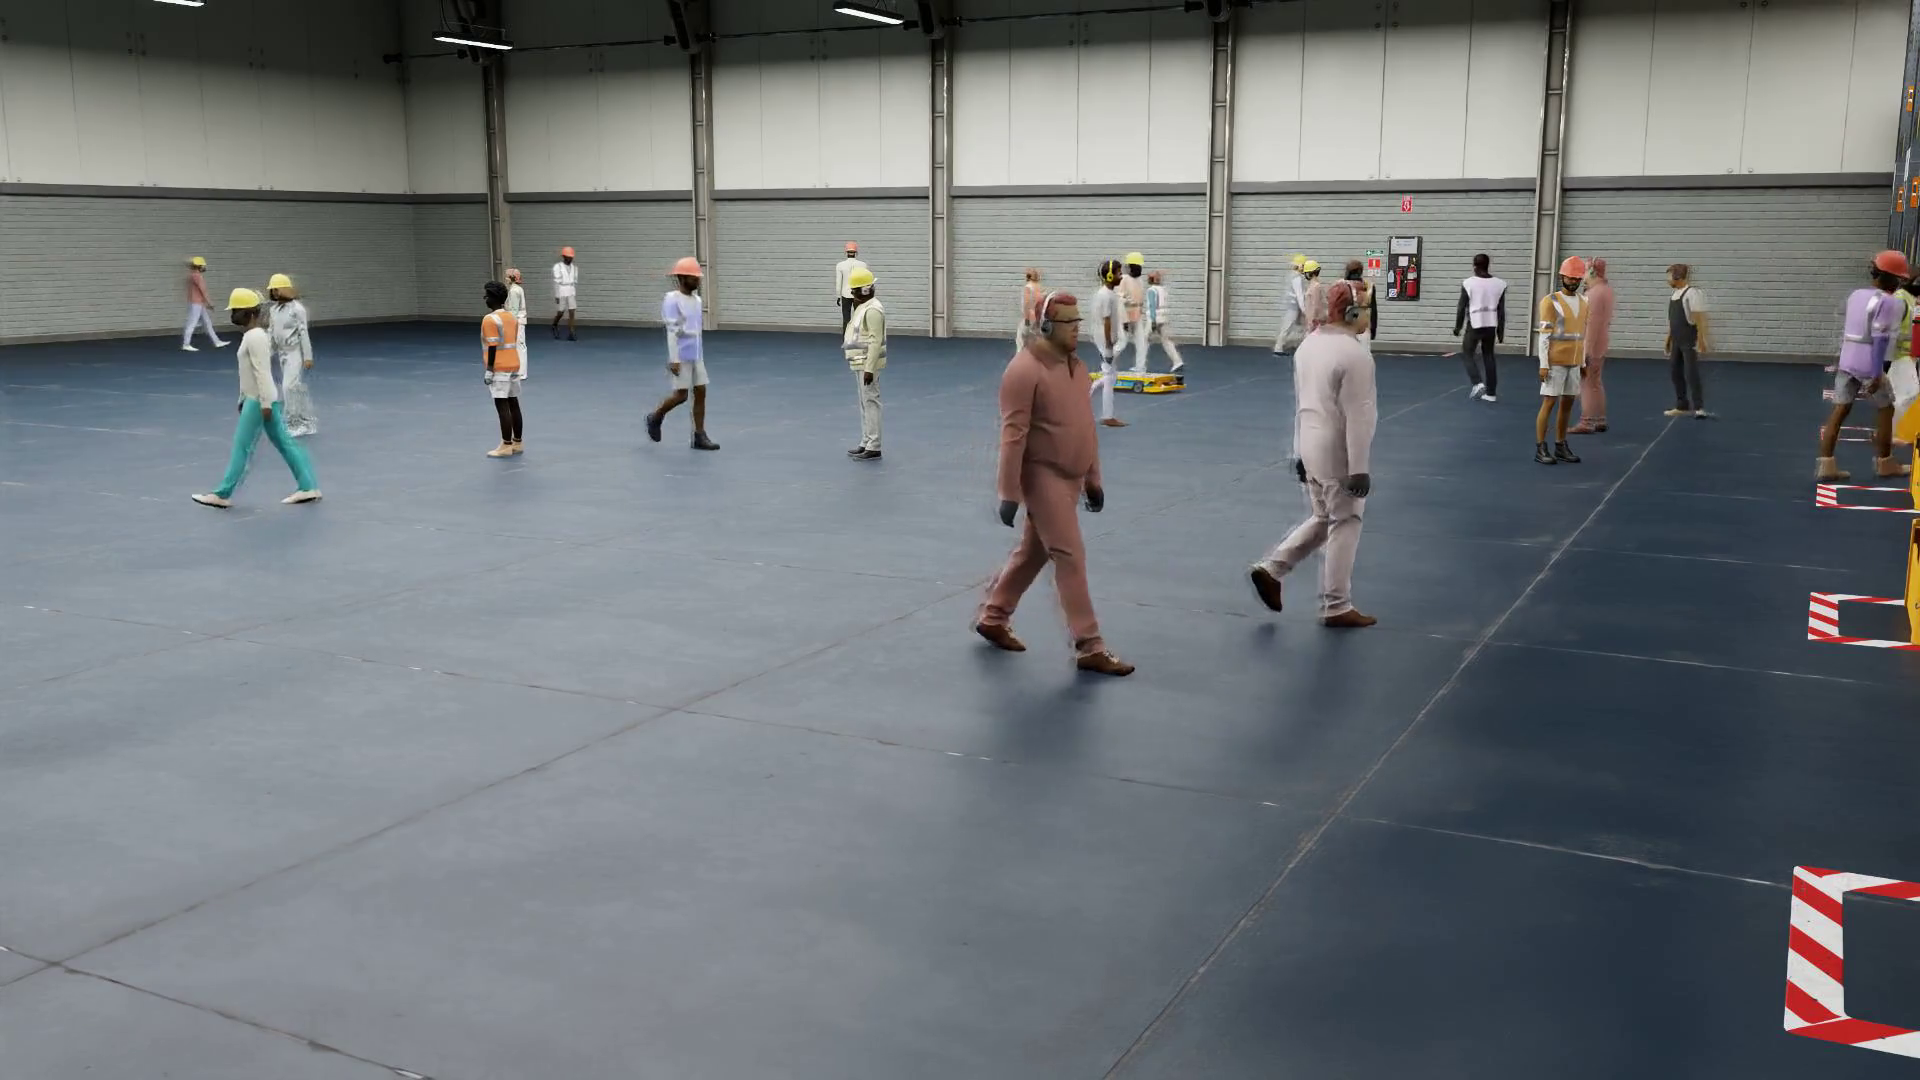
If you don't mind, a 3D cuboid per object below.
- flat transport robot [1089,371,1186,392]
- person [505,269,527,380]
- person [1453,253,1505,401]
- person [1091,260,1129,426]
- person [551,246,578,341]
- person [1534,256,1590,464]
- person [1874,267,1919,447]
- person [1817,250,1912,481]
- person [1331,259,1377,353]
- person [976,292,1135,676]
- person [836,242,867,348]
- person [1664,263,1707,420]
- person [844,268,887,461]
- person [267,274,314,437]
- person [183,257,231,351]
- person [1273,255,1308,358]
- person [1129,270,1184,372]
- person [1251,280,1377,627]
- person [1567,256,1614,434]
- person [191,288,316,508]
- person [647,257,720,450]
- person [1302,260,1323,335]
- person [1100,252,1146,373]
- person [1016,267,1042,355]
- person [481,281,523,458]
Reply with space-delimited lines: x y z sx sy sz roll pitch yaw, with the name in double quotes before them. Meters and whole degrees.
"flat transport robot" 2.329 -2.187 22.886 1.431 0.197 0.652 7 13 35
"person" -6.537 -3.171 24.518 0.308 1.641 0.517 -1 10 -7
"person" 6.715 -2.737 21.449 0.606 1.895 0.453 -2 11 -10
"person" 1.582 -2.183 18.546 0.558 1.859 0.508 0 10 2
"person" -8.031 -4.986 33.681 0.559 1.911 0.716 -10 14 -43
"person" 5.654 -1.670 15.527 0.551 1.932 0.368 -4 11 -23
"person" 9.500 -1.828 16.732 0.655 1.809 0.471 -10 14 -43
"person" 7.932 -1.491 14.384 0.945 1.983 0.641 -1 10 -8
"person" 5.188 -2.790 21.975 0.635 1.814 0.452 1 10 6
"person" 0.441 -0.302 8.280 0.977 1.865 0.659 7 12 32
"person" -2.041 -4.617 31.435 0.612 1.995 0.382 -3 11 -14
"person" 8.481 -2.309 19.377 0.443 1.803 0.679 -1 10 -7
"person" -0.901 -1.665 15.807 0.403 1.822 0.589 -2 11 -11
"person" -7.140 -1.936 17.566 0.505 1.714 0.724 6 12 29
"person" -14.034 -4.366 30.826 0.908 1.722 0.544 -7 12 -32
"person" 5.929 -4.055 28.954 0.965 1.776 0.618 3 11 14
"person" 3.106 -3.421 25.978 0.833 1.599 0.527 5 12 27
"person" 1.971 -0.450 8.993 0.570 1.895 0.650 -3 11 -14
"person" 6.765 -2.085 17.871 0.404 1.906 0.653 6 12 29
"person" -5.559 -1.107 13.047 0.921 1.711 0.549 -4 11 -20
"person" -2.770 -1.848 16.552 0.723 1.919 0.561 6 12 30
"person" 5.163 -3.215 24.434 0.328 1.761 0.523 2 11 12
"person" 2.430 -3.227 24.143 0.587 1.899 0.829 -9 13 -39
"person" 1.074 -3.555 26.662 0.680 1.610 0.536 7 13 34
"person" -4.416 -1.641 16.015 0.322 1.696 0.536 2 11 12
